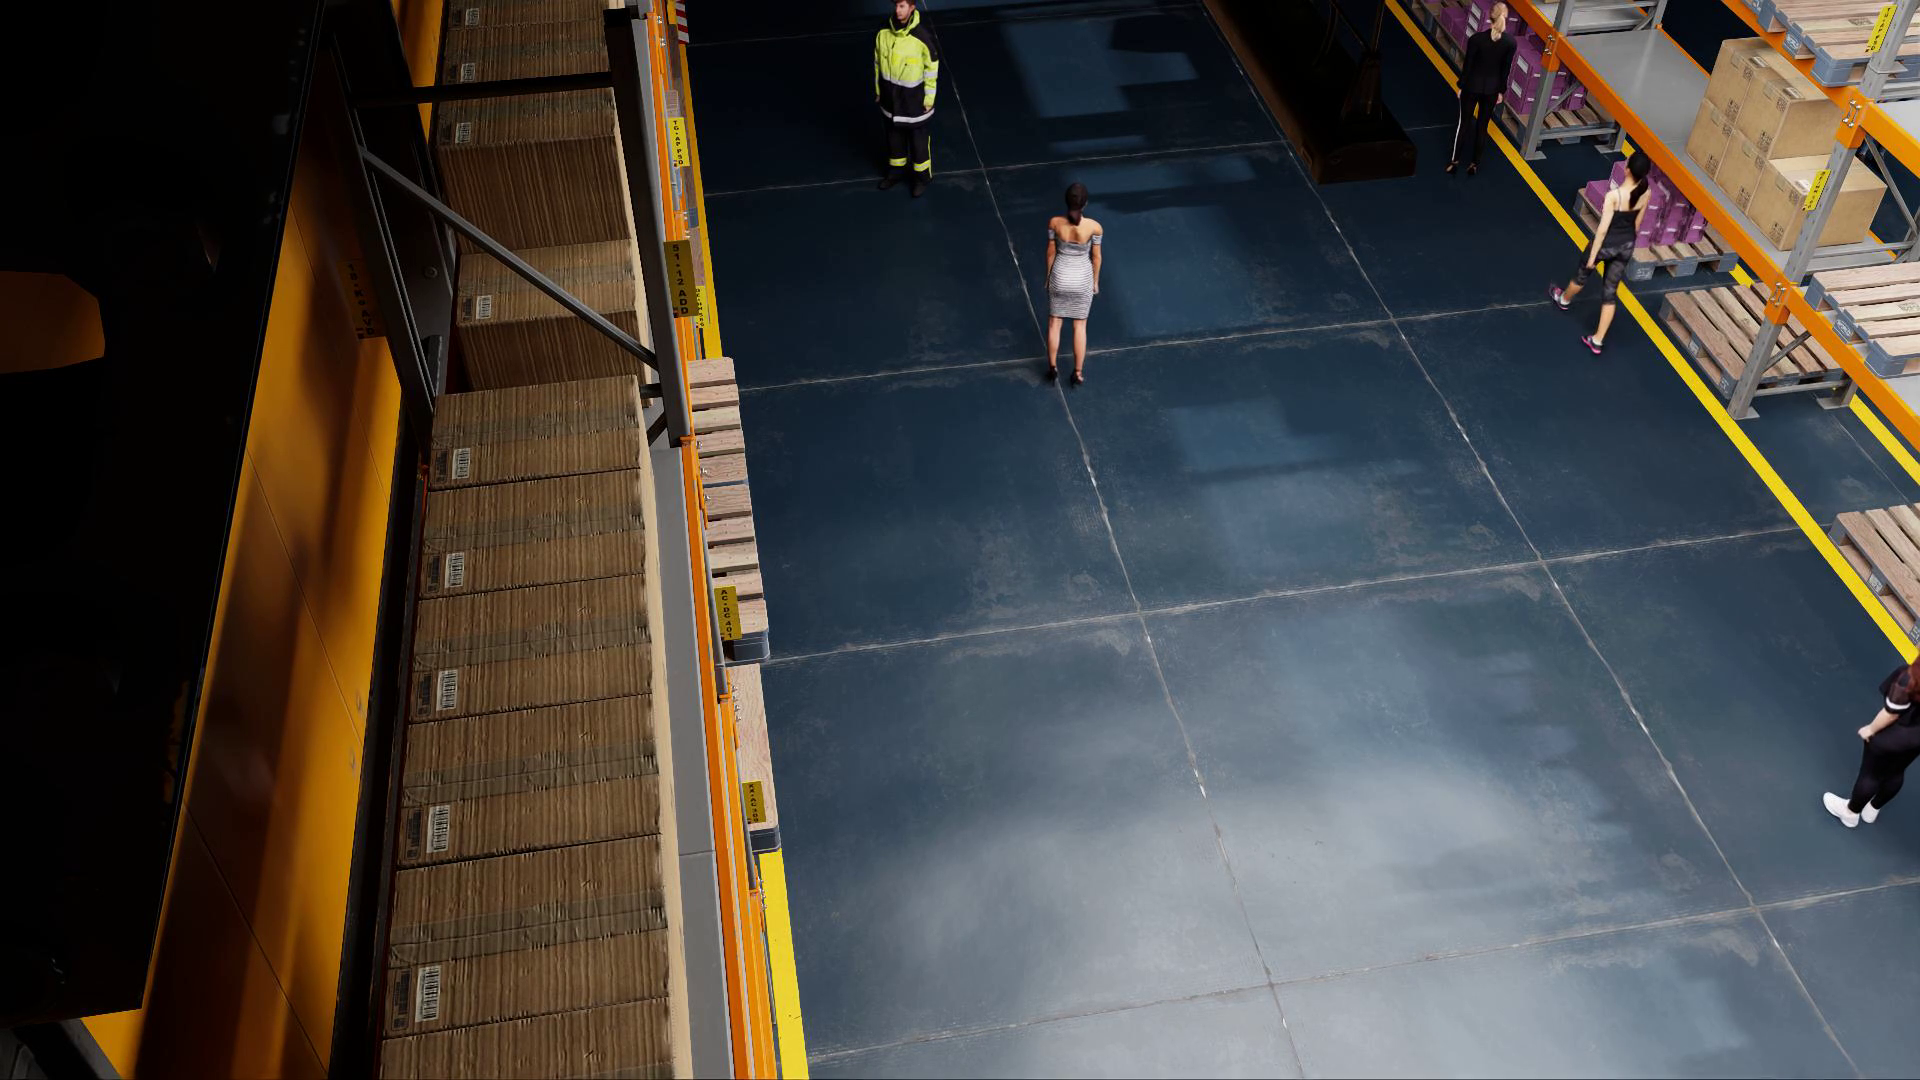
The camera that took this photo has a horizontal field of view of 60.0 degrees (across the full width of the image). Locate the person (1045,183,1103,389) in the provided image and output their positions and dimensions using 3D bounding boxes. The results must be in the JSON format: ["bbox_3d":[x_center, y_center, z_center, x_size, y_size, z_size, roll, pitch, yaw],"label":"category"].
[{"bbox_3d":[0.857,-1.970,12.967,0.644,1.817,0.628,6,44,6],"label":"person"}]

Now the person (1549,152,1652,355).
[{"bbox_3d":[5.277,-2.272,13.369,0.580,1.698,1.045,-7,44,-8],"label":"person"}]

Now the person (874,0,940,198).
[{"bbox_3d":[-0.484,-4.063,15.043,0.872,1.983,0.881,18,46,18],"label":"person"}]

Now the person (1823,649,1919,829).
[{"bbox_3d":[5.584,1.122,9.850,0.590,1.638,0.565,-6,44,-7],"label":"person"}]

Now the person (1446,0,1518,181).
[{"bbox_3d":[4.787,-4.115,15.300,0.671,1.704,0.631,6,44,6],"label":"person"}]

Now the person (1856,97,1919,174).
[{"bbox_3d":[8.728,-4.175,15.406,0.599,1.645,0.542,-1,44,-1],"label":"person"}]
